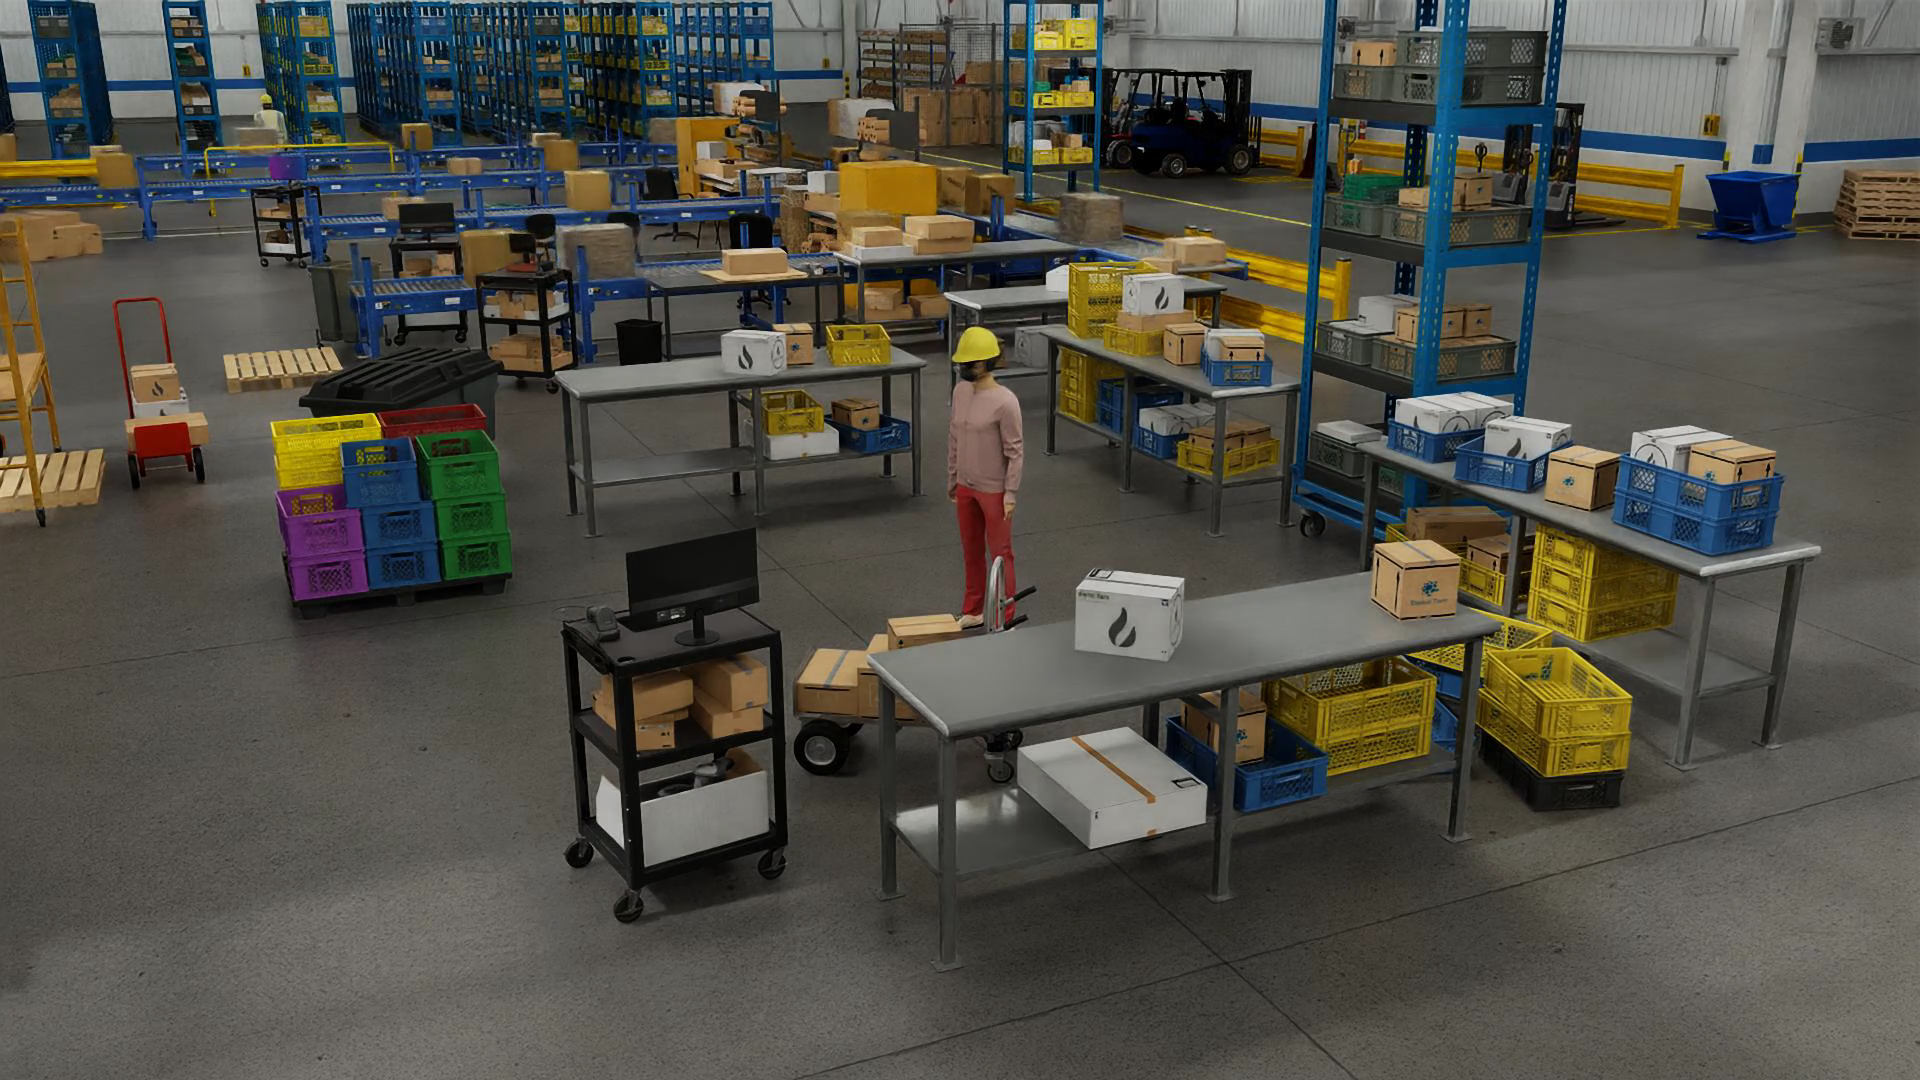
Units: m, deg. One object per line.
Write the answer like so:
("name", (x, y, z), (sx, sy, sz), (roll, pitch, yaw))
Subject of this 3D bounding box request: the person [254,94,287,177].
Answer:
("person", (-13.441, -7.759, 32.475), (0.589, 1.834, 0.403), (-11, 21, -31))

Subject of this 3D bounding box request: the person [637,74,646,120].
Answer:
("person", (-8.974, -12.168, 46.378), (0.755, 1.826, 0.574), (-10, 20, -29))

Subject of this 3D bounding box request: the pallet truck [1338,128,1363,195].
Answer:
("pallet truck", (7.845, -7.140, 31.411), (1.522, 1.261, 0.704), (-9, 20, -25))

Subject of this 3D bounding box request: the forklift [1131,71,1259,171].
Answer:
("forklift", (4.998, -8.936, 35.413), (2.680, 1.987, 1.157), (-9, 20, -25))

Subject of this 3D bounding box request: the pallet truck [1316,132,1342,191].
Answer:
("pallet truck", (7.723, -7.504, 32.656), (1.601, 1.201, 0.680), (-8, 19, -23))

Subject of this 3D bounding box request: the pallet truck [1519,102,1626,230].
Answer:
("pallet truck", (9.972, -6.037, 26.785), (1.885, 1.965, 0.823), (-9, 20, -25))

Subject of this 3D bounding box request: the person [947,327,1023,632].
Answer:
("person", (0.109, -0.285, 9.047), (0.325, 1.765, 0.533), (-15, 23, -39))

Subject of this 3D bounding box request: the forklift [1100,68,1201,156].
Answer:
("forklift", (4.082, -9.564, 37.410), (2.680, 1.987, 1.157), (-8, 19, -23))

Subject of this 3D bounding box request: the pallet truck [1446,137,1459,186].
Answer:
("pallet truck", (9.184, -6.485, 29.328), (1.630, 1.274, 0.653), (-8, 19, -23))

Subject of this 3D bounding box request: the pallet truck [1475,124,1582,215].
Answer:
("pallet truck", (9.707, -6.455, 28.103), (1.885, 1.965, 0.823), (-7, 19, -20))
